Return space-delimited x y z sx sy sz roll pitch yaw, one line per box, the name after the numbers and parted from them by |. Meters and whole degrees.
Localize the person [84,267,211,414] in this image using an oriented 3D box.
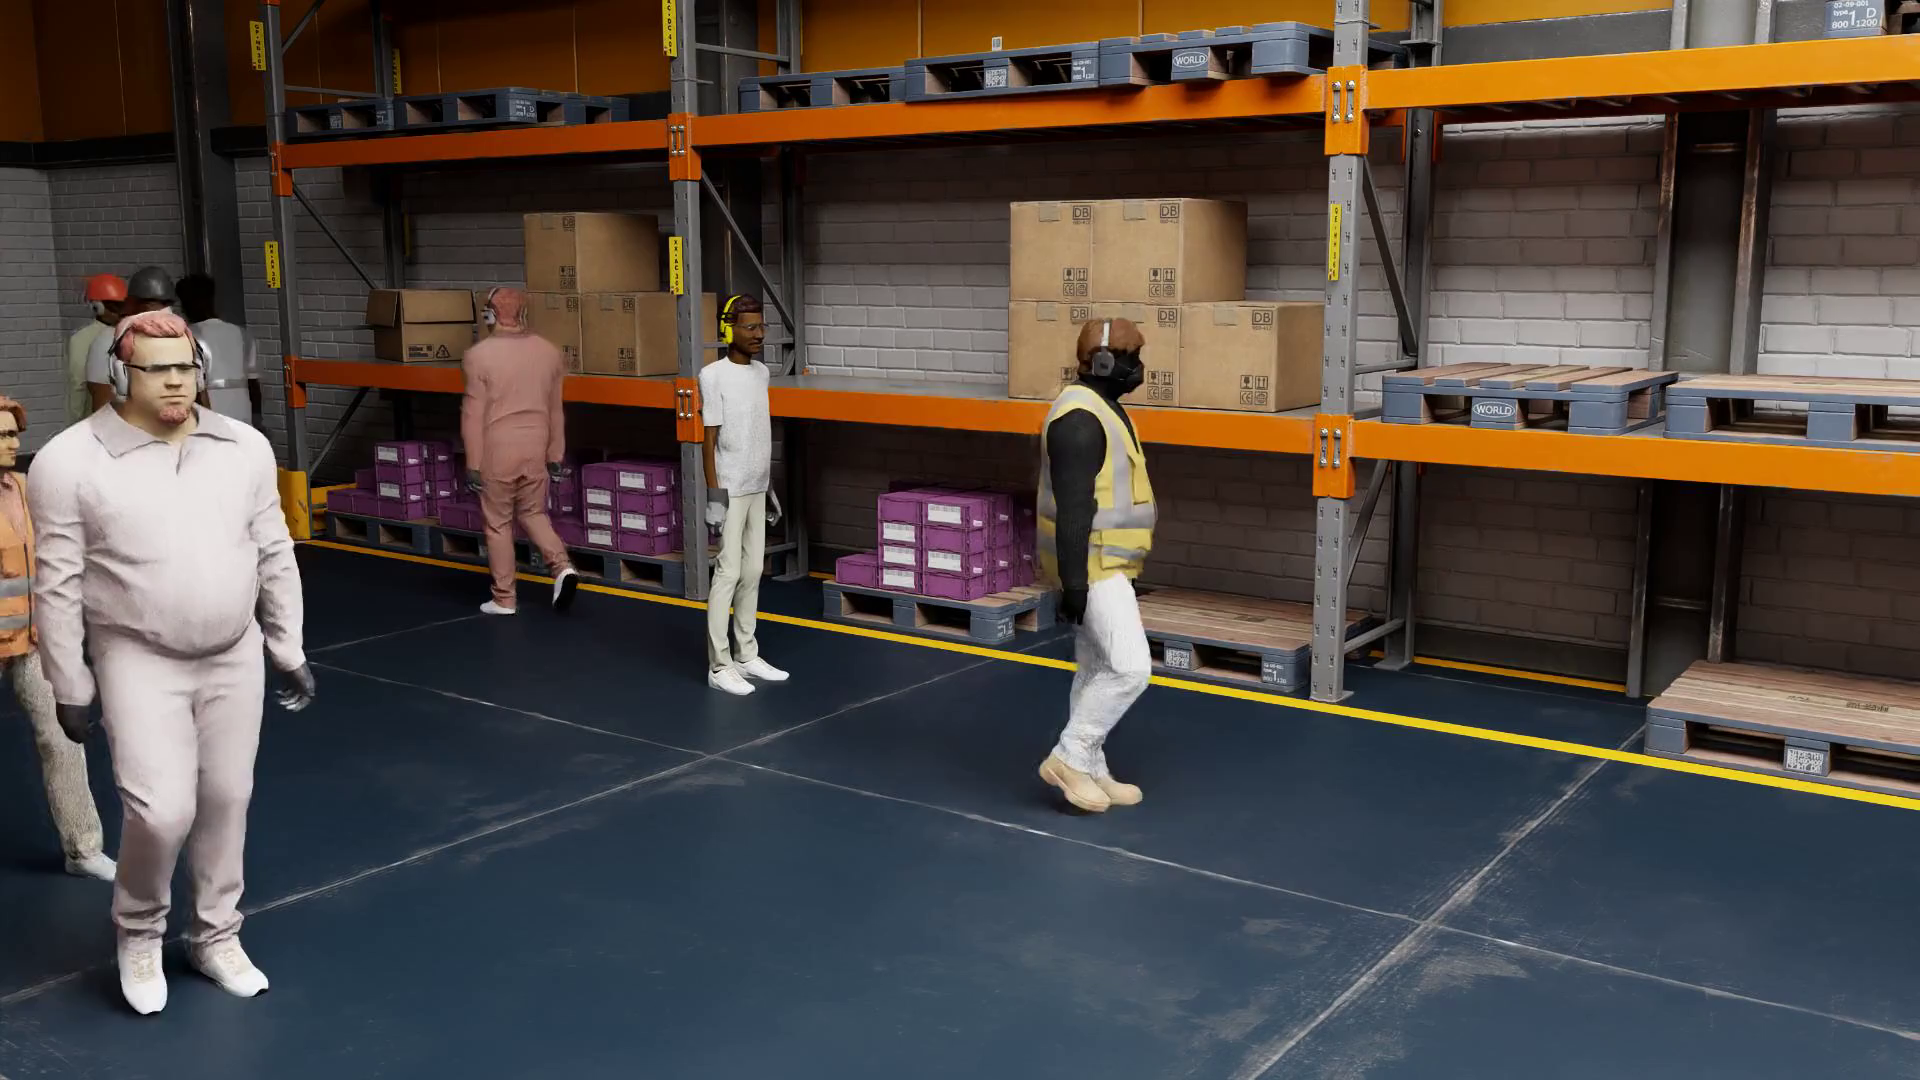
-4.719 -0.653 9.926 1.068 2.000 0.700 3 10 18 | person

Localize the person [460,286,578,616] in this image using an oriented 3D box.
-2.504 -0.482 9.376 0.580 1.891 0.645 8 12 40 | person

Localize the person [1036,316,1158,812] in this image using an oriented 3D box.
0.516 0.103 6.066 0.455 1.823 0.651 2 10 14 | person

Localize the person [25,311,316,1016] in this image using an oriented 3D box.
-2.076 0.340 4.475 0.440 1.894 0.649 7 12 37 | person

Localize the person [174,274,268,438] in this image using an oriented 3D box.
-4.975 -0.807 11.171 0.587 1.928 0.721 5 11 28 | person

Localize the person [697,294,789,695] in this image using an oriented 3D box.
-1.019 -0.219 7.853 0.312 1.869 0.538 5 11 27 | person

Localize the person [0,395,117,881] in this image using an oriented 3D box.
-3.154 0.333 5.355 0.781 1.612 0.527 2 10 13 | person

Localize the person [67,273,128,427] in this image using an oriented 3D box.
-5.620 -0.773 10.926 1.006 1.956 0.626 1 10 9 | person
